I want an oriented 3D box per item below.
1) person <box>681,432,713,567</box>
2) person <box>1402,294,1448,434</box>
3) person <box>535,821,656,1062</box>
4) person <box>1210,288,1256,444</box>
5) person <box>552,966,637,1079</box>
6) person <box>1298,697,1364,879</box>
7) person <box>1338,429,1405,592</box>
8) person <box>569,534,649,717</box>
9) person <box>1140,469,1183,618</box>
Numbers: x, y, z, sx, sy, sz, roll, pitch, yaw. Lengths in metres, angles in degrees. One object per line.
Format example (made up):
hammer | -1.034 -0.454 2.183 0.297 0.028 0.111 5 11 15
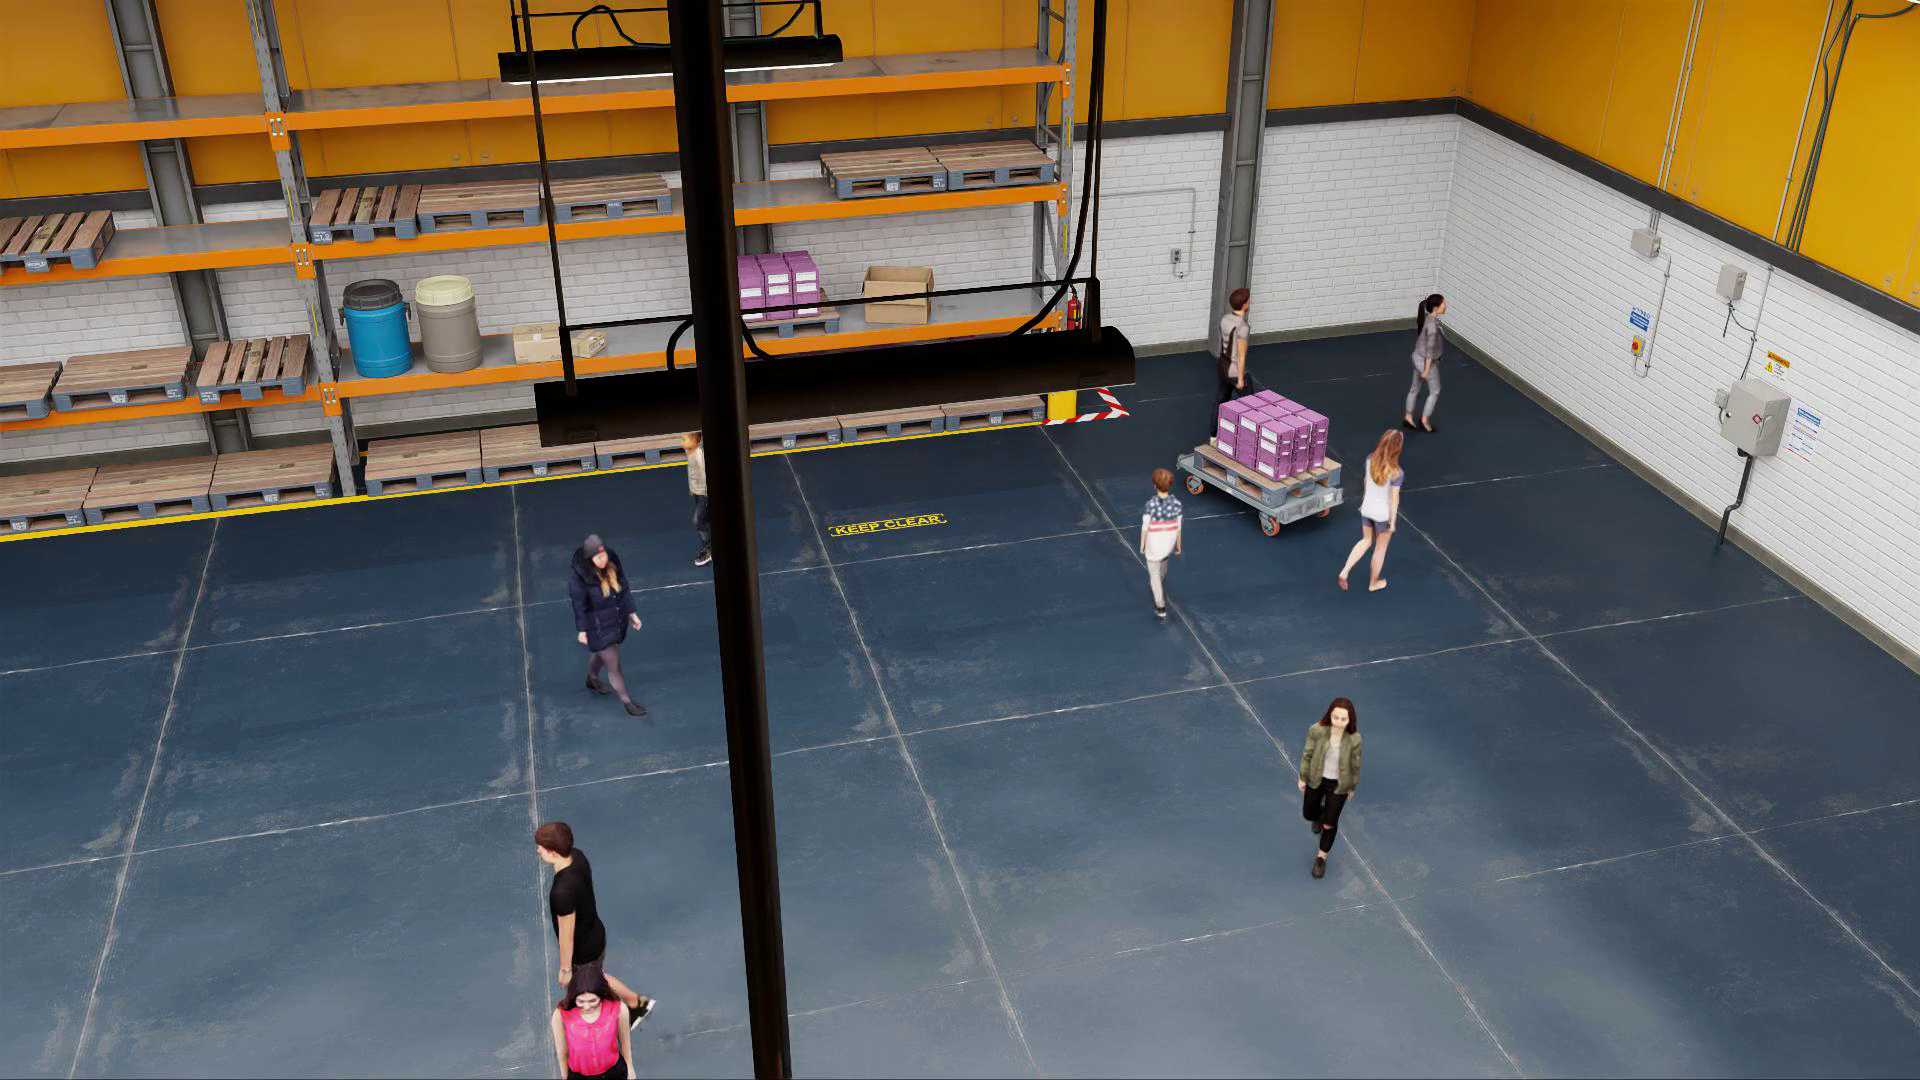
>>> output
person | -2.470 -0.464 16.334 0.660 1.444 0.629 -14 32 -24
person | 5.206 -2.002 18.922 0.671 1.664 0.680 -1 29 -3
person | -2.287 2.524 10.437 0.926 1.845 0.764 -4 29 -8
person | 2.954 -1.860 18.442 0.780 1.876 0.734 -13 31 -22
person | -2.089 3.102 9.565 0.454 1.665 0.648 -9 30 -15
person | 2.719 1.751 12.248 0.875 1.466 0.910 12 31 20
person | 3.869 -0.235 15.629 0.945 1.716 0.783 -18 33 -29
person | -3.056 0.683 14.038 1.122 1.629 1.095 18 33 30
person | 1.872 0.049 15.431 0.901 1.407 0.616 -5 29 -10
